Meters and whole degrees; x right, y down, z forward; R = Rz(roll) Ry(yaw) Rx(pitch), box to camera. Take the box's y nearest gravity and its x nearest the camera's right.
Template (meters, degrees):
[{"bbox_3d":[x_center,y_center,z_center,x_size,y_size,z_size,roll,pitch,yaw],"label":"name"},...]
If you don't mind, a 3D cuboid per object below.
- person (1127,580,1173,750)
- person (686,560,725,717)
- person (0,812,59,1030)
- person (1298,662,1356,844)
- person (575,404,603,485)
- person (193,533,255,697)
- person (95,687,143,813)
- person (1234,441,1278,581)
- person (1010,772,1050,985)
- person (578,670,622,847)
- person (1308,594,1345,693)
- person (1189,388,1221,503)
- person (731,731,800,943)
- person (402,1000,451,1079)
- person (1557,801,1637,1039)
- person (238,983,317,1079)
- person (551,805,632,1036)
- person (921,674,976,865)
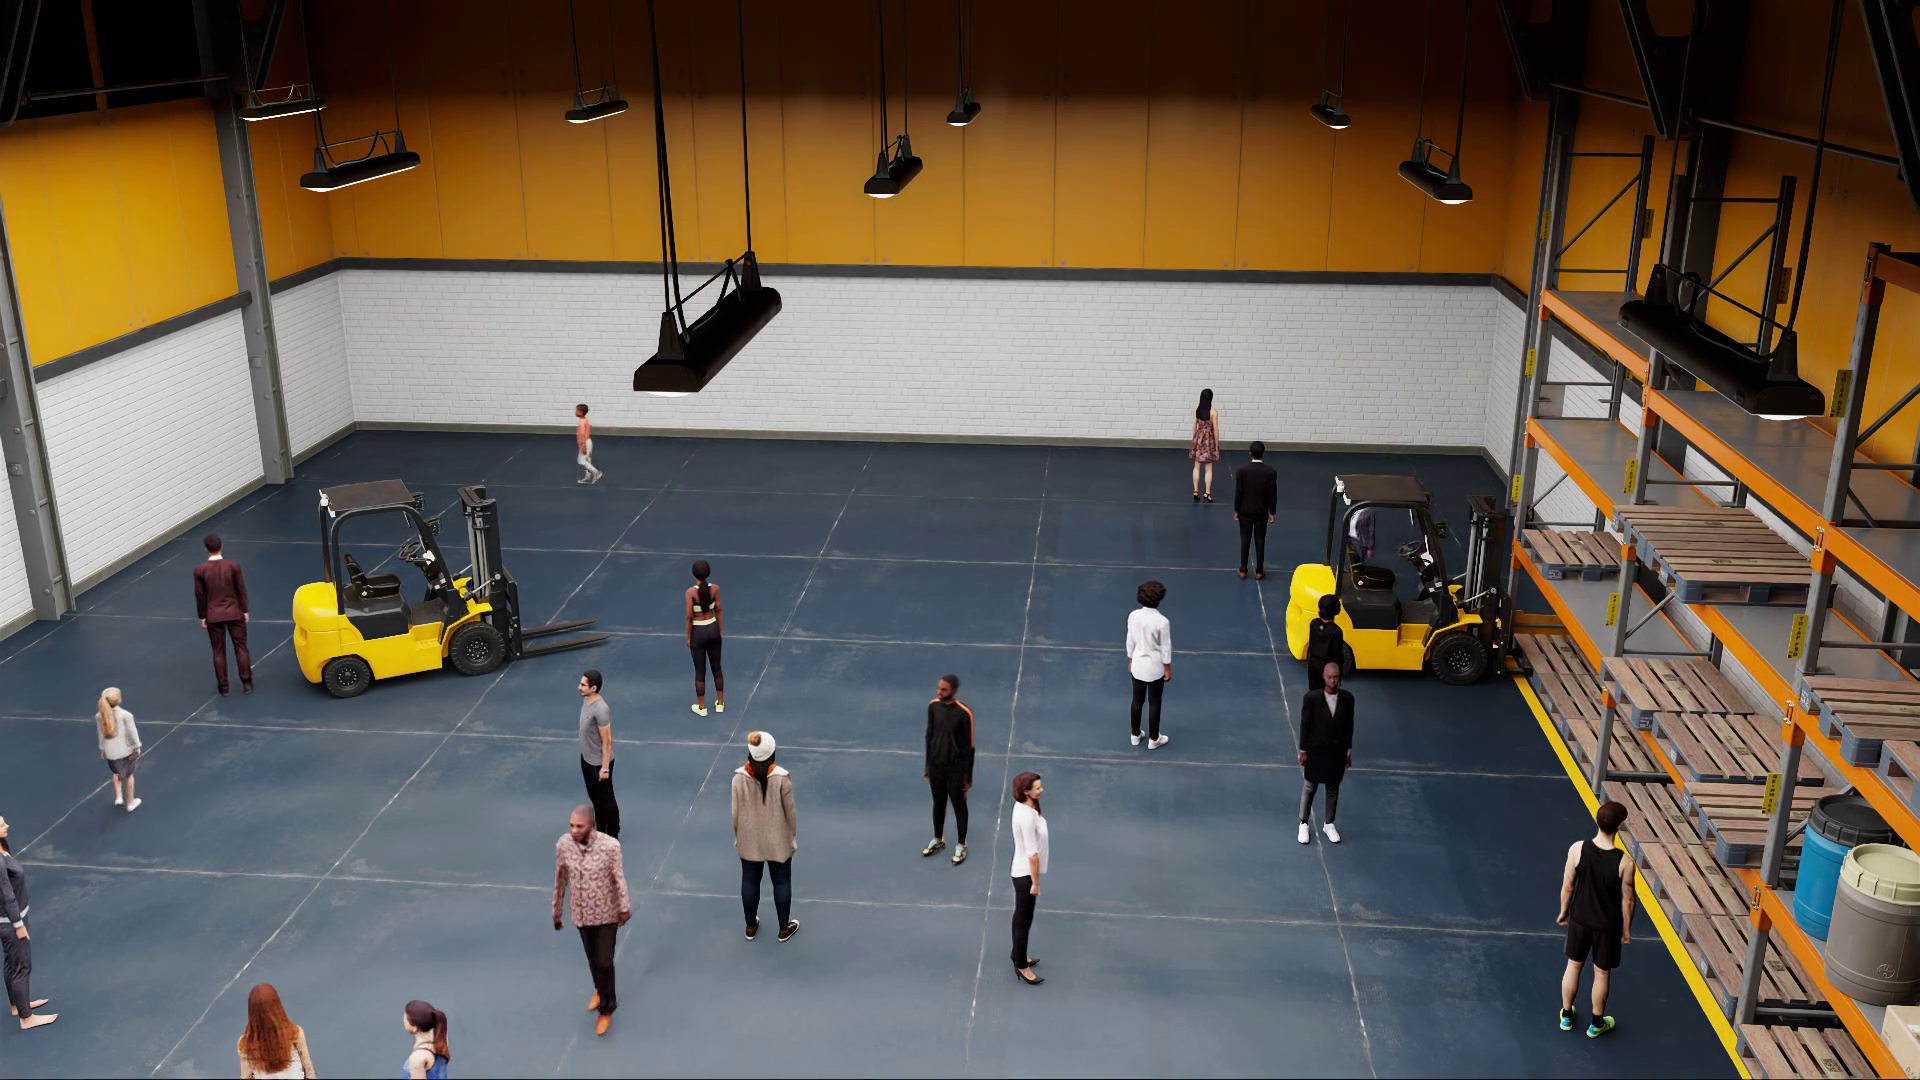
[{"bbox_3d":[1.952,1.279,17.230,0.720,1.809,0.714,11,22,31],"label":"person"},{"bbox_3d":[-2.752,1.049,17.998,0.645,1.755,0.669,-9,21,-26],"label":"person"},{"bbox_3d":[-7.210,2.857,12.610,0.740,1.768,0.686,-16,24,-39],"label":"person"},{"bbox_3d":[3.375,1.943,15.333,0.672,1.761,0.583,-1,19,-2],"label":"person"},{"bbox_3d":[-5.873,-1.513,26.313,0.556,1.304,0.580,1,19,2],"label":"person"},{"bbox_3d":[-8.182,0.824,18.504,0.765,1.858,0.741,-7,20,-19],"label":"person"},{"bbox_3d":[-8.057,2.020,15.880,0.540,1.266,0.575,0,19,-1],"label":"person"},{"bbox_3d":[3.902,-0.399,22.101,0.704,1.881,0.552,3,19,8],"label":"person"},{"bbox_3d":[0.522,2.652,13.176,0.697,1.795,0.493,-1,19,-3],"label":"person"},{"bbox_3d":[-3.309,1.995,15.188,0.764,1.755,0.678,-12,22,-31],"label":"person"},{"bbox_3d":[3.763,1.345,17.243,0.719,1.676,0.656,-14,23,-37],"label":"person"},{"bbox_3d":[3.736,-1.446,25.378,0.786,1.774,0.820,11,22,31],"label":"person"},{"bbox_3d":[-1.622,2.417,13.721,0.701,1.891,0.658,3,19,8],"label":"person"},{"bbox_3d":[-3.273,3.645,10.576,0.765,1.571,1.015,5,19,15],"label":"person"},{"bbox_3d":[4.761,2.839,12.473,0.771,1.889,0.751,12,22,32],"label":"person"},{"bbox_3d":[-4.262,3.608,10.478,0.713,1.705,0.945,-3,19,-8],"label":"person"},{"bbox_3d":[-2.766,2.797,12.767,0.782,1.781,0.902,4,19,12],"label":"person"},{"bbox_3d":[-0.090,2.029,15.006,0.700,1.808,0.686,10,21,28],"label":"person"}]
